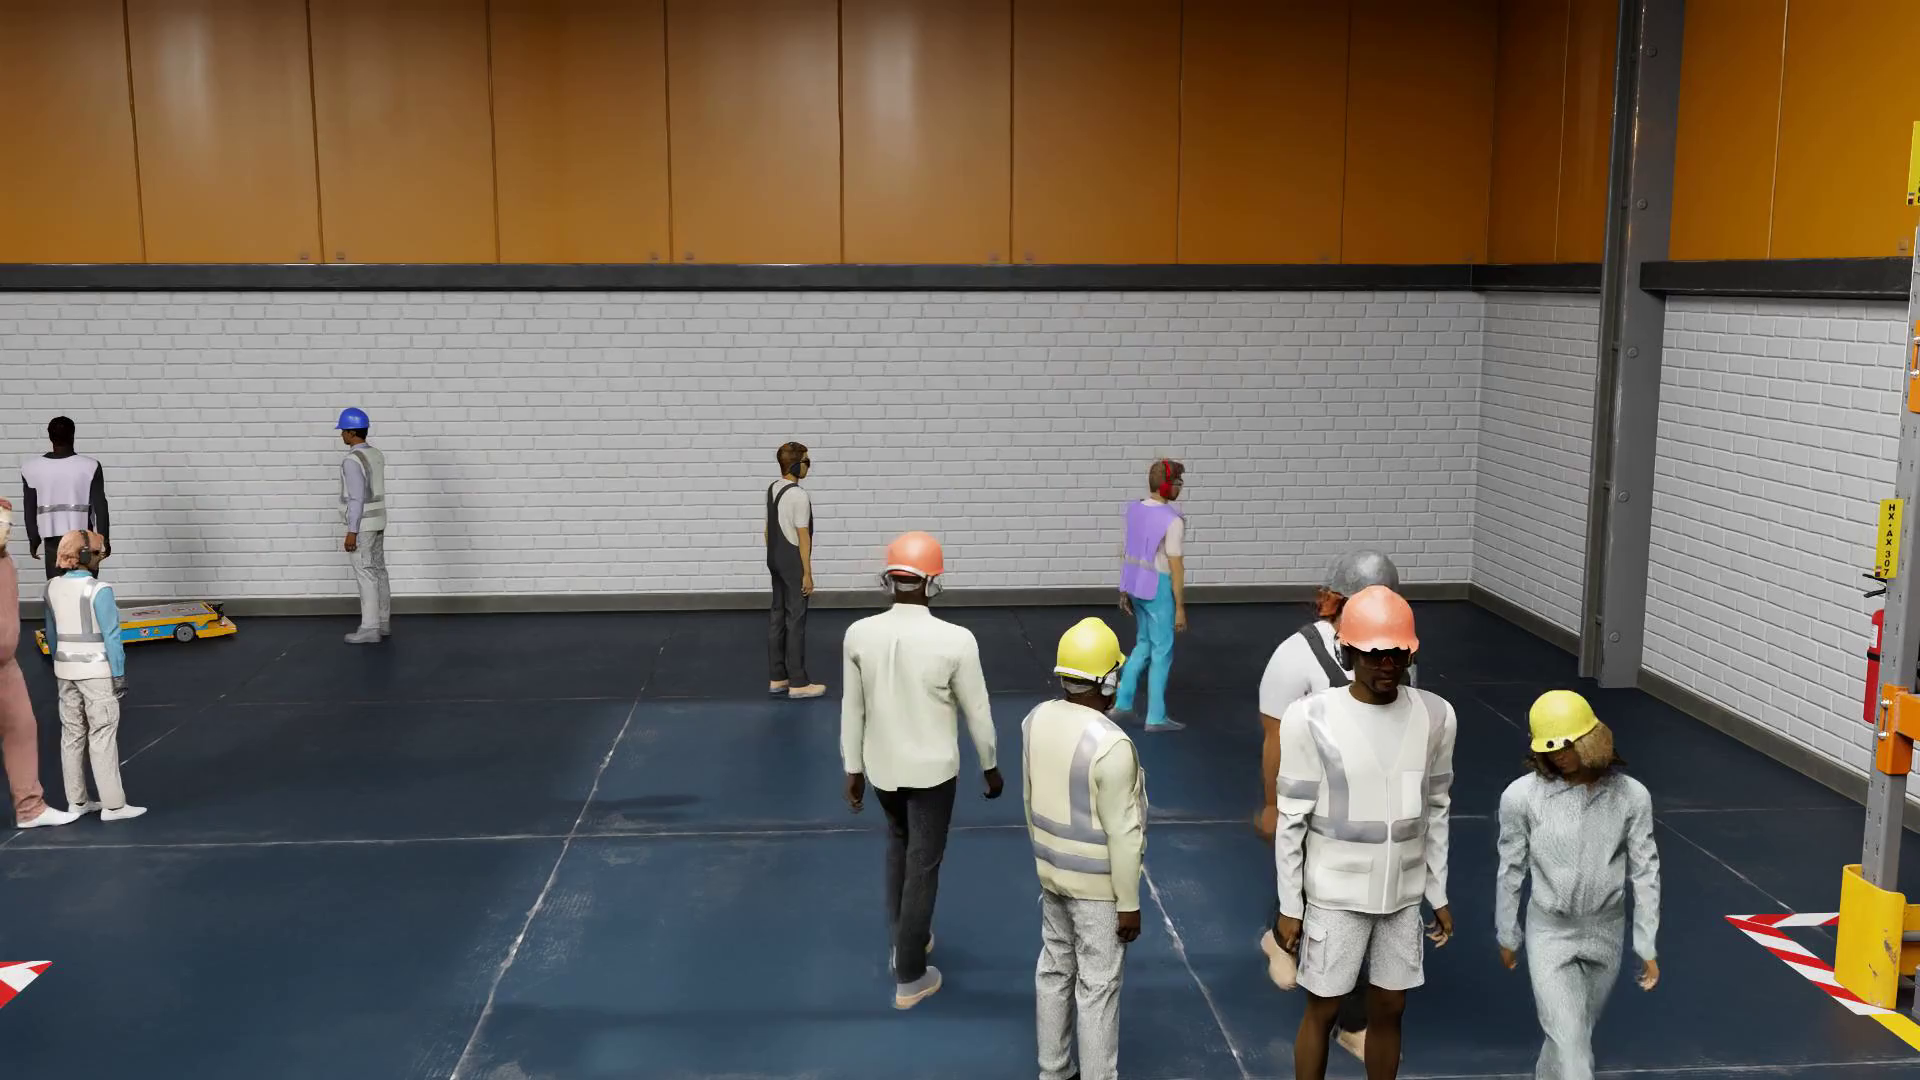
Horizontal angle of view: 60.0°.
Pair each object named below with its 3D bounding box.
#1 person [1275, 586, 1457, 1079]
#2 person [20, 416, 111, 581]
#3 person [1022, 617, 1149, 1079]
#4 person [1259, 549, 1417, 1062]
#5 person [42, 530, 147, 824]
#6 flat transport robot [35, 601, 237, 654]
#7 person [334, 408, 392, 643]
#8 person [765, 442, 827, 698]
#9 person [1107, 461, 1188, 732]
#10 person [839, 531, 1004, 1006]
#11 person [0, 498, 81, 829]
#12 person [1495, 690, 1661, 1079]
[{"bbox_3d":[1.340,1.154,5.464,0.615,2.043,0.373,-2,9,-11],"label":"person"},{"bbox_3d":[-7.101,-0.024,13.251,0.600,1.917,0.376,-2,9,-15],"label":"person"},{"bbox_3d":[0.465,1.182,5.932,0.404,1.837,0.596,-6,11,-31],"label":"person"},{"bbox_3d":[1.509,0.952,6.742,0.685,2.000,1.026,-5,10,-27],"label":"person"},{"bbox_3d":[-4.833,0.756,9.228,0.512,1.638,0.312,4,10,22],"label":"person"},{"bbox_3d":[-6.832,0.711,13.793,1.431,0.197,0.652,-6,11,-33],"label":"flat transport robot"},{"bbox_3d":[-4.951,-0.124,13.784,0.397,1.946,0.617,0,9,1],"label":"person"},{"bbox_3d":[-1.218,0.211,12.000,0.347,1.846,0.505,-7,11,-37],"label":"person"},{"bbox_3d":[1.265,0.388,11.019,0.448,1.828,0.650,-5,10,-26],"label":"person"},{"bbox_3d":[-0.123,0.934,7.073,0.627,1.972,0.728,5,10,27],"label":"person"},{"bbox_3d":[-5.269,0.701,8.905,0.674,1.862,0.693,1,9,7],"label":"person"},{"bbox_3d":[2.036,1.333,5.446,0.484,1.687,0.768,-1,9,-5],"label":"person"}]
